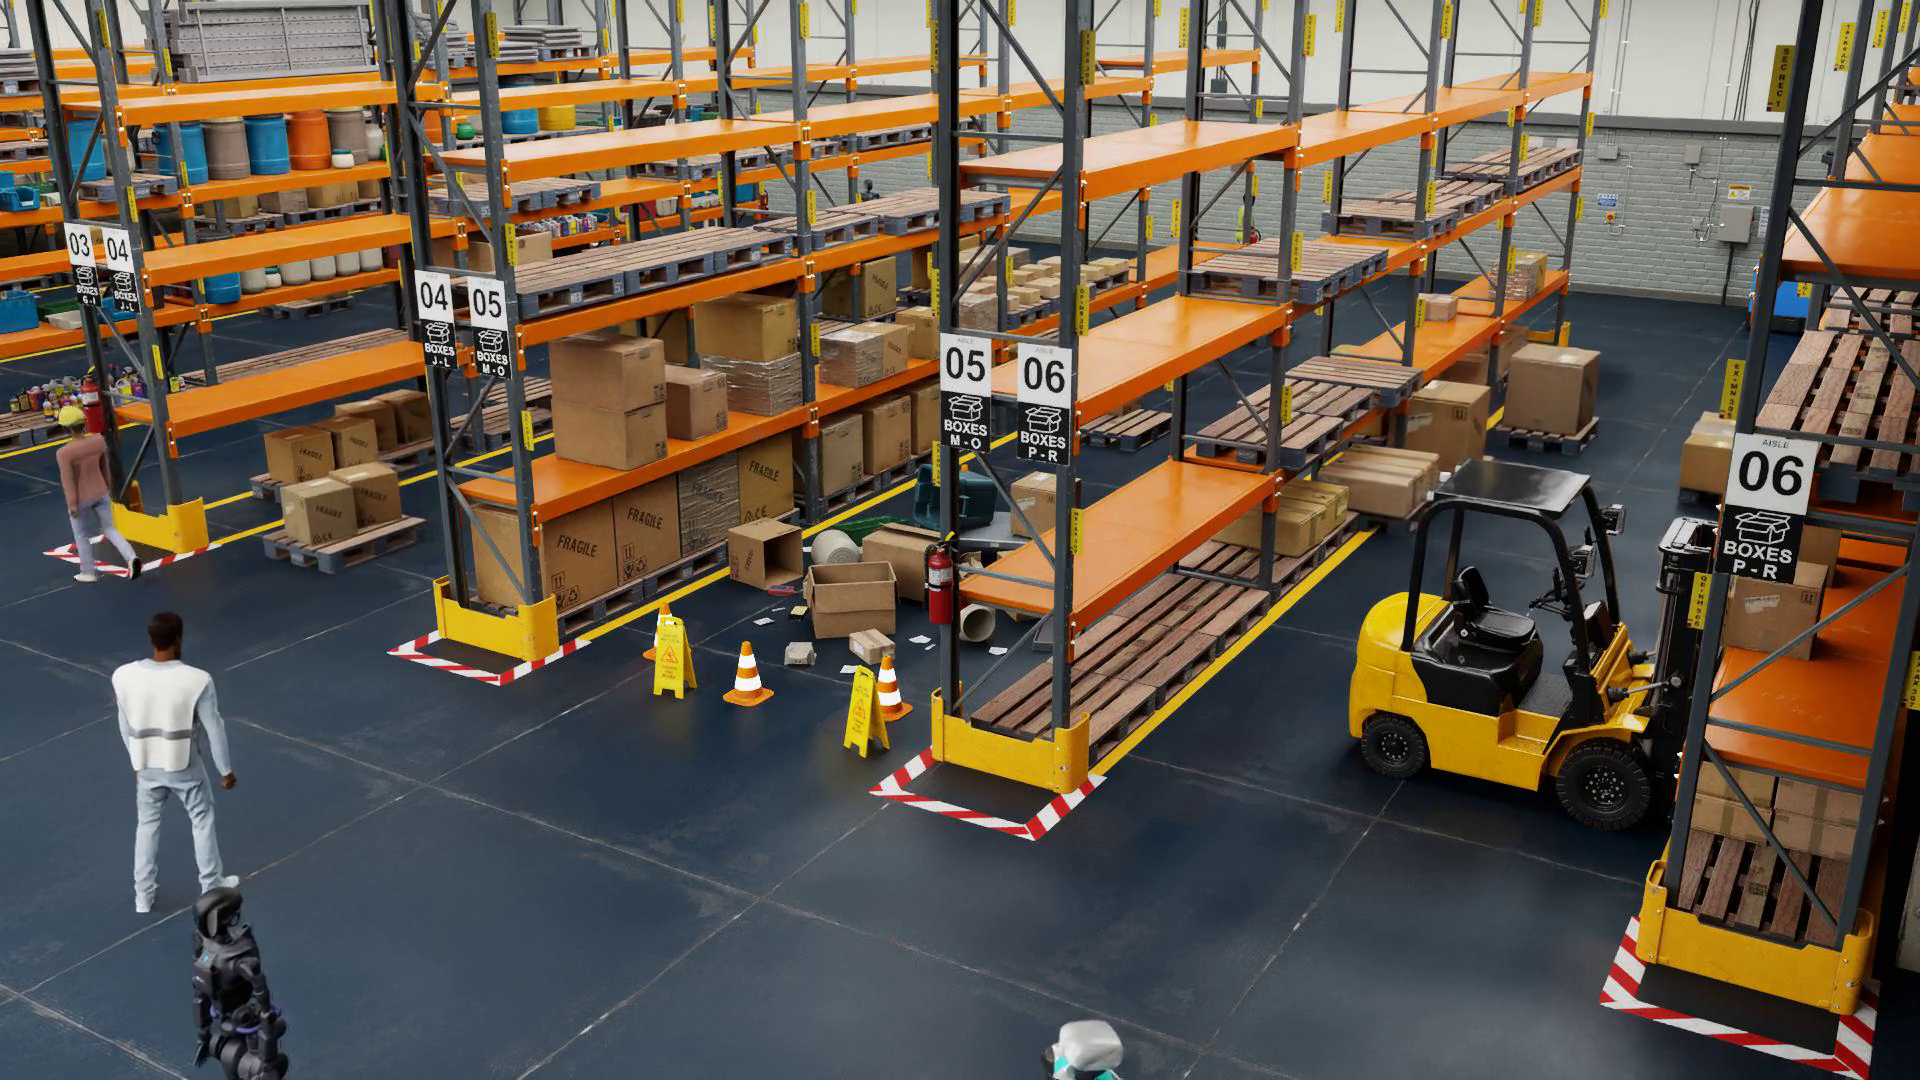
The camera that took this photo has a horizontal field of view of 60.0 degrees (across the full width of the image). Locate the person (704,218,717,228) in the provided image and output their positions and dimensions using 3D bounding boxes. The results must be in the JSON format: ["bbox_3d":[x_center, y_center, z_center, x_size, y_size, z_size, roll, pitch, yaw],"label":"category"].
[{"bbox_3d":[-5.238,-7.063,34.868,0.489,1.688,0.352,-6,20,-17],"label":"person"}]

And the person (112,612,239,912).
[{"bbox_3d":[-4.819,1.378,10.139,0.724,1.895,0.503,-1,19,-3],"label":"person"}]

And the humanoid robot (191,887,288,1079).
[{"bbox_3d":[-3.321,2.337,7.702,0.601,1.644,0.357,12,23,32],"label":"humanoid robot"}]

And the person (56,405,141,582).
[{"bbox_3d":[-8.106,-0.410,15.533,0.708,1.745,0.530,10,21,26],"label":"person"}]

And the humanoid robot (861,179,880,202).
[{"bbox_3d":[-1.728,-6.180,32.345,0.600,1.643,0.550,-10,21,-27],"label":"humanoid robot"}]

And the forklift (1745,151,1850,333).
[{"bbox_3d":[13.620,-4.667,26.137,1.873,2.768,1.129,11,22,29],"label":"forklift"}]

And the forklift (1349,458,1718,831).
[{"bbox_3d":[3.988,0.658,11.776,2.313,2.155,1.214,11,22,29],"label":"forklift"}]

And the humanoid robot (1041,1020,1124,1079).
[{"bbox_3d":[0.682,2.682,6.642,0.672,1.814,0.539,-9,21,-25],"label":"humanoid robot"}]

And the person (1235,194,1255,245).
[{"bbox_3d":[5.209,-5.514,30.383,0.319,1.686,0.539,-3,19,-8],"label":"person"}]
